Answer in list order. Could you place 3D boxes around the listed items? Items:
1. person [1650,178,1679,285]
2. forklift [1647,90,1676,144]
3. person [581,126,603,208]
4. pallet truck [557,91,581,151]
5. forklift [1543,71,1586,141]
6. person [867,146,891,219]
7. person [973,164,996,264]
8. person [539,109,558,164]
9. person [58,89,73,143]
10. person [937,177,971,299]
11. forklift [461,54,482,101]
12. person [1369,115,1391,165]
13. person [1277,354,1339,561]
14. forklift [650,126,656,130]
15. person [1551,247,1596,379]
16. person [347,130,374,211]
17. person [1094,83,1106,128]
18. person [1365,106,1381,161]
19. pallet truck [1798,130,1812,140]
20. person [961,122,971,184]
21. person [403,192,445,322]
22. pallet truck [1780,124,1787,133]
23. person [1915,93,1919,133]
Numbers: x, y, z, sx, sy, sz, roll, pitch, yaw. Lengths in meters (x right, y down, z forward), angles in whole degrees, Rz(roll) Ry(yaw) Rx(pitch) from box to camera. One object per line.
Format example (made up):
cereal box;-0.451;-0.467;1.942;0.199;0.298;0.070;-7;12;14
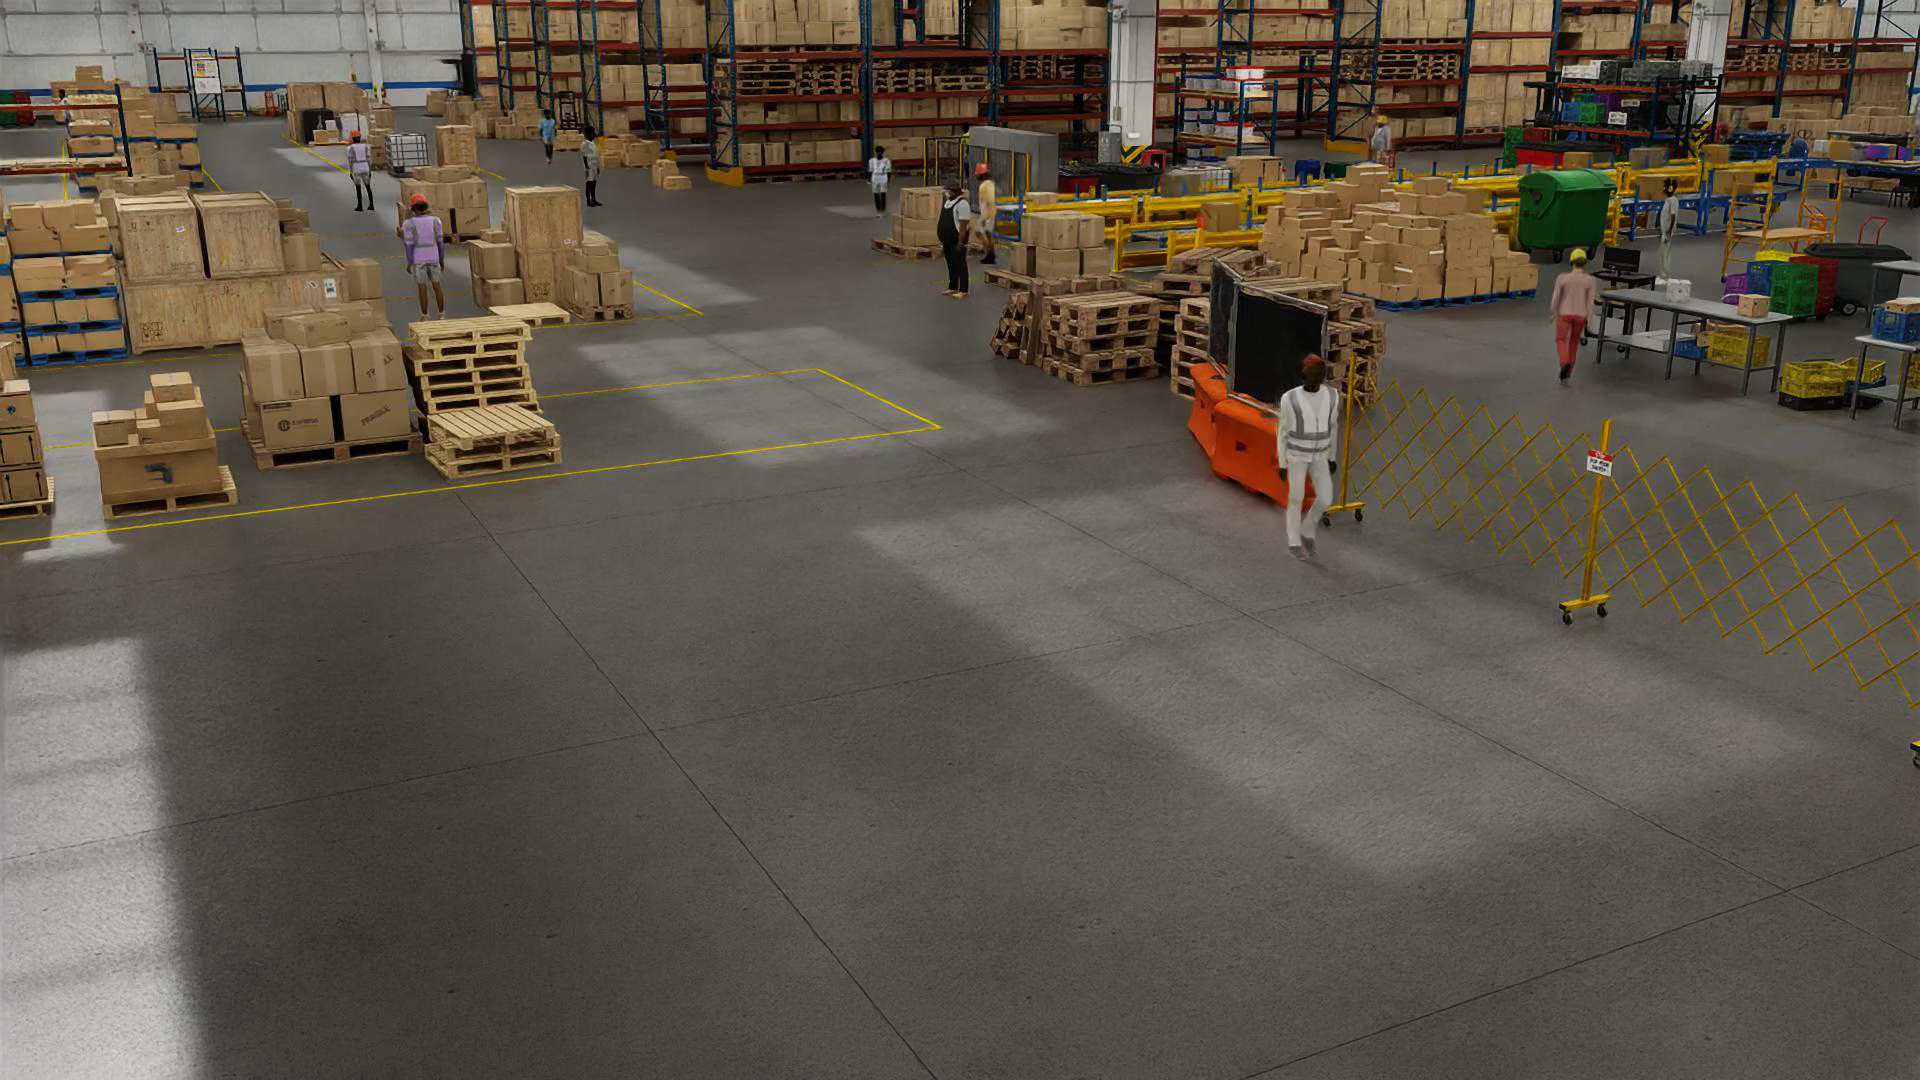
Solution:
person;12.523;-5.461;29.490;0.309;1.868;0.534;4;18;13
forklift;25.325;-15.273;58.451;1.873;2.768;1.129;-9;20;-26
person;-9.074;-9.191;40.960;0.367;1.966;0.603;5;18;14
pallet truck;-13.495;-14.412;57.188;0.823;1.965;1.885;-3;18;-9
forklift;18.685;-13.231;52.085;1.873;2.768;1.129;-9;20;-26
person;-1.900;-8.330;38.757;0.549;1.673;0.716;3;18;11
person;0.488;-6.225;31.802;0.435;1.909;0.580;9;20;25
person;-12.907;-12.690;52.337;0.553;1.661;0.795;-11;21;-31
person;-32.366;-15.358;60.286;0.394;1.911;0.584;-11;21;-31
person;-0.129;-5.123;28.159;0.535;2.000;0.684;-10;20;-28
forklift;-20.931;-19.315;71.051;1.873;2.768;1.129;-9;20;-26
person;11.990;-11.246;47.655;0.915;1.780;0.621;-8;20;-24
person;3.075;-0.716;14.686;0.612;1.869;0.419;-5;19;-16
forklift;-12.180;-18.011;66.984;1.129;2.768;1.873;-9;20;-26
person;8.064;-2.959;21.885;0.530;1.746;0.659;3;18;8
person;-14.520;-8.938;40.244;0.542;1.928;0.399;-14;23;-38
person;5.795;-17.680;67.677;0.567;1.816;0.814;-9;20;-26
person;12.474;-12.124;50.200;0.400;1.910;0.643;-10;20;-29
pallet truck;25.526;-11.556;49.408;1.630;1.274;0.653;-9;20;-26
person;0.169;-10.794;46.391;0.318;1.699;0.535;-4;18;-12
person;-8.255;-4.323;25.658;0.608;2.046;0.368;-13;22;-35
pallet truck;25.206;-12.542;52.601;1.601;1.201;0.680;0;18;-2
person;37.559;-16.810;64.769;0.614;1.932;0.483;11;21;31
